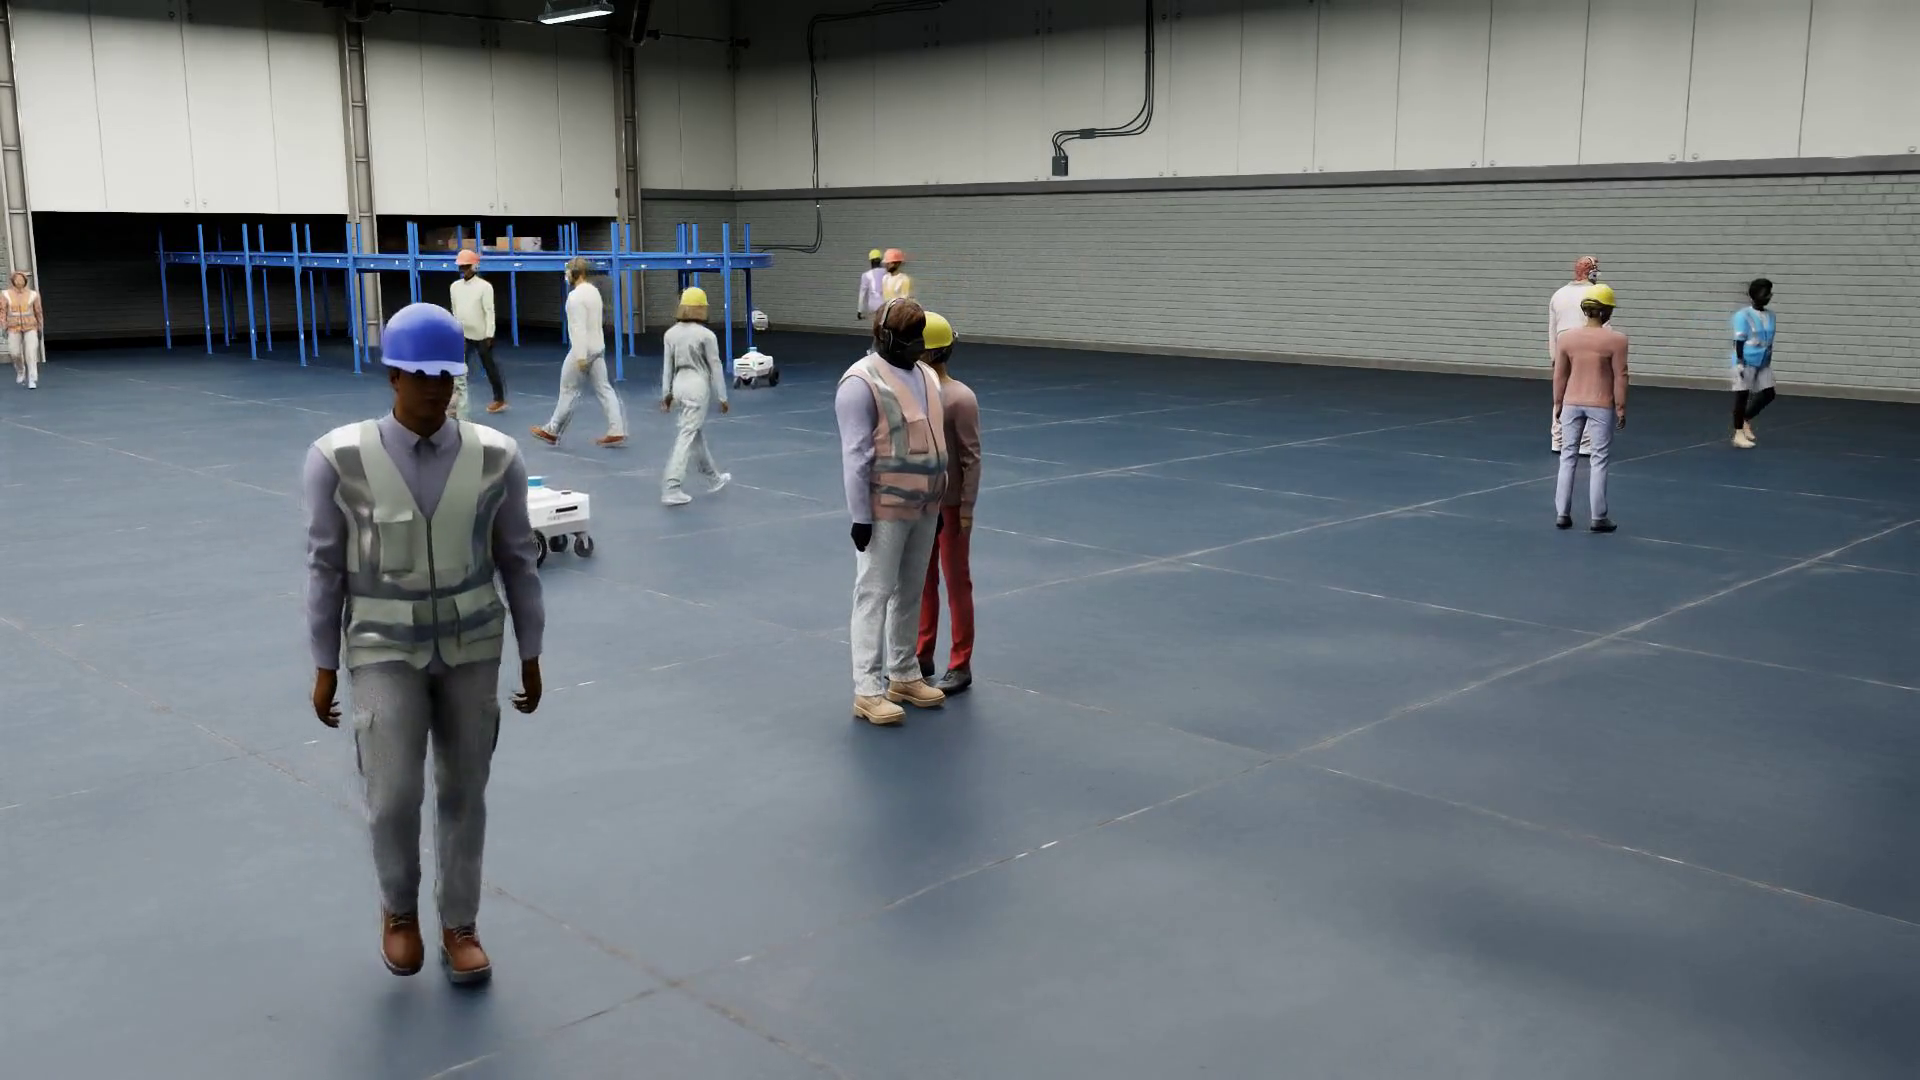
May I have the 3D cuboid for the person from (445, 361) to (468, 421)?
[{"bbox_3d":[-3.761,-0.859,11.921,0.523,1.582,0.869,1,10,6],"label":"person"}]

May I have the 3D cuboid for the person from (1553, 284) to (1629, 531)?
[{"bbox_3d":[4.546,-0.955,11.989,0.533,1.765,0.329,9,14,41],"label":"person"}]

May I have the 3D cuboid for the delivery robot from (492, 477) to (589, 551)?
[{"bbox_3d":[-2.776,-0.172,10.881,0.477,0.478,0.707,8,13,37],"label":"delivery robot"}]

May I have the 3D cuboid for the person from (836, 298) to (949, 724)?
[{"bbox_3d":[-0.267,-0.139,7.327,0.429,1.841,0.634,7,12,33],"label":"person"}]

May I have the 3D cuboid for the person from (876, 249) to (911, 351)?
[{"bbox_3d":[-0.961,-2.986,22.632,0.649,1.919,0.570,-10,14,-44],"label":"person"}]

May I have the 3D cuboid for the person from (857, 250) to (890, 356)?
[{"bbox_3d":[-1.372,-3.827,27.373,0.603,1.862,1.053,-6,12,-28],"label":"person"}]

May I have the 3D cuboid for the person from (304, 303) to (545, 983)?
[{"bbox_3d":[-1.471,0.311,4.630,0.634,1.926,0.436,-6,12,-29],"label":"person"}]

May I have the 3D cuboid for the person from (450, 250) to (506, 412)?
[{"bbox_3d":[-5.735,-2.445,19.631,0.632,1.944,1.053,3,11,18],"label":"person"}]

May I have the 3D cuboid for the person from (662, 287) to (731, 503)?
[{"bbox_3d":[-2.099,-1.170,13.344,0.500,1.686,0.911,6,12,30],"label":"person"}]

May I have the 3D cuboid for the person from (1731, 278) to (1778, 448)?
[{"bbox_3d":[7.904,-1.756,16.563,0.536,1.685,0.362,-3,11,-18],"label":"person"}]

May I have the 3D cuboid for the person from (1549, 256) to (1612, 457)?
[{"bbox_3d":[5.993,-1.768,16.034,0.409,1.907,0.651,-7,12,-32],"label":"person"}]

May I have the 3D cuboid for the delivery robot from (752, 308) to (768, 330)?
[{"bbox_3d":[-4.391,-4.783,36.027,0.477,0.478,0.707,-4,11,-20],"label":"delivery robot"}]

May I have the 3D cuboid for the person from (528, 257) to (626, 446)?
[{"bbox_3d":[-3.835,-1.876,16.675,1.019,1.882,0.658,2,11,11],"label":"person"}]

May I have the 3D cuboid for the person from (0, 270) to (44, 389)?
[{"bbox_3d":[-12.996,-2.922,23.071,0.529,1.625,0.438,-5,11,-25],"label":"person"}]

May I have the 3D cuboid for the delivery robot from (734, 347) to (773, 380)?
[{"bbox_3d":[-2.902,-2.463,23.376,0.477,0.478,0.707,3,11,16],"label":"delivery robot"}]

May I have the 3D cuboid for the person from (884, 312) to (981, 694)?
[{"bbox_3d":[-0.124,-0.173,7.730,0.329,1.765,0.525,-9,14,-41],"label":"person"}]
